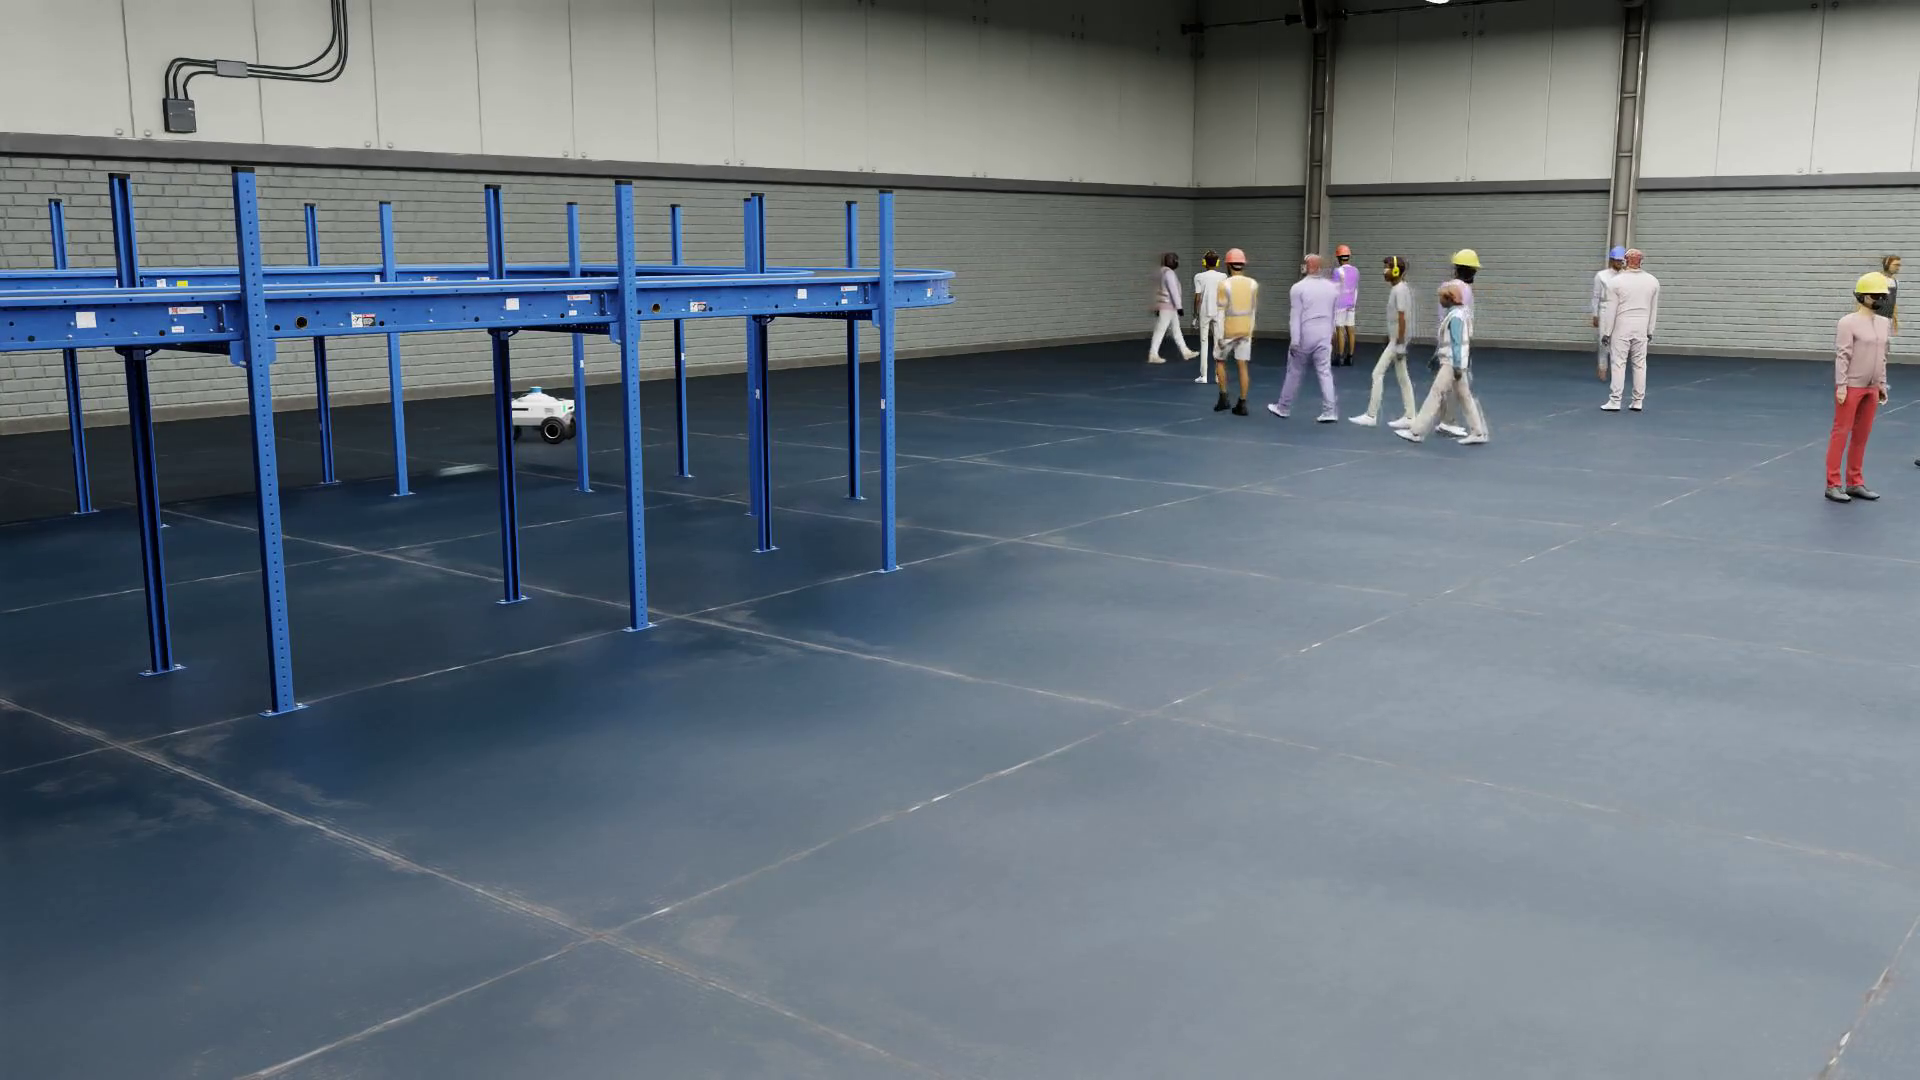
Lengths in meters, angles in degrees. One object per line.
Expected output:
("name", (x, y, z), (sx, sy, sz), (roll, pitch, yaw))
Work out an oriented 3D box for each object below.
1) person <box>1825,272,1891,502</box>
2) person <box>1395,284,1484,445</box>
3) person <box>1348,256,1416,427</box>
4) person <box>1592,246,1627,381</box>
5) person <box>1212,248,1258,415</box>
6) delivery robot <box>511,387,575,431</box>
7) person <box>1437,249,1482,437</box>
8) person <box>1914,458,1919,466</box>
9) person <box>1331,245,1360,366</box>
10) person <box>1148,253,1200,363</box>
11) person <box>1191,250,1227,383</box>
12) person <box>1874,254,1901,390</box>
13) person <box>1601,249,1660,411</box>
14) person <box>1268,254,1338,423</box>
("person", (7.024, -1.191, 12.961), (0.524, 1.769, 0.309), (-4, 11, -23))
("person", (4.820, -1.734, 16.474), (0.864, 1.586, 0.495), (3, 11, 18))
("person", (4.595, -2.139, 18.000), (0.832, 1.834, 0.572), (3, 11, 17))
("person", (9.366, -3.215, 23.739), (0.616, 1.926, 0.612), (2, 10, 10))
("person", (3.195, -2.429, 19.414), (0.562, 1.917, 0.607), (-3, 11, -16))
("delivery robot", (-4.284, -1.310, 16.834), (0.707, 0.478, 0.477), (1, 10, 4))
("person", (5.213, -2.056, 17.363), (0.415, 1.914, 0.692), (0, 10, -3))
("person", (8.797, -1.608, 14.791), (0.354, 1.939, 0.544), (9, 14, 42))
("person", (6.173, -3.781, 26.845), (0.547, 1.934, 0.375), (-7, 12, -33))
("person", (3.552, -3.830, 27.492), (0.942, 1.798, 0.631), (0, 10, 1))
("person", (3.536, -3.164, 23.600), (0.514, 1.872, 0.332), (-2, 10, -9))
("person", (12.489, -2.930, 22.439), (0.542, 1.818, 0.671), (-6, 12, -30))
("person", (7.919, -2.483, 19.728), (0.640, 1.909, 0.409), (-1, 10, -7))
("person", (3.901, -2.263, 18.663), (0.656, 1.852, 0.972), (-4, 11, -21))
